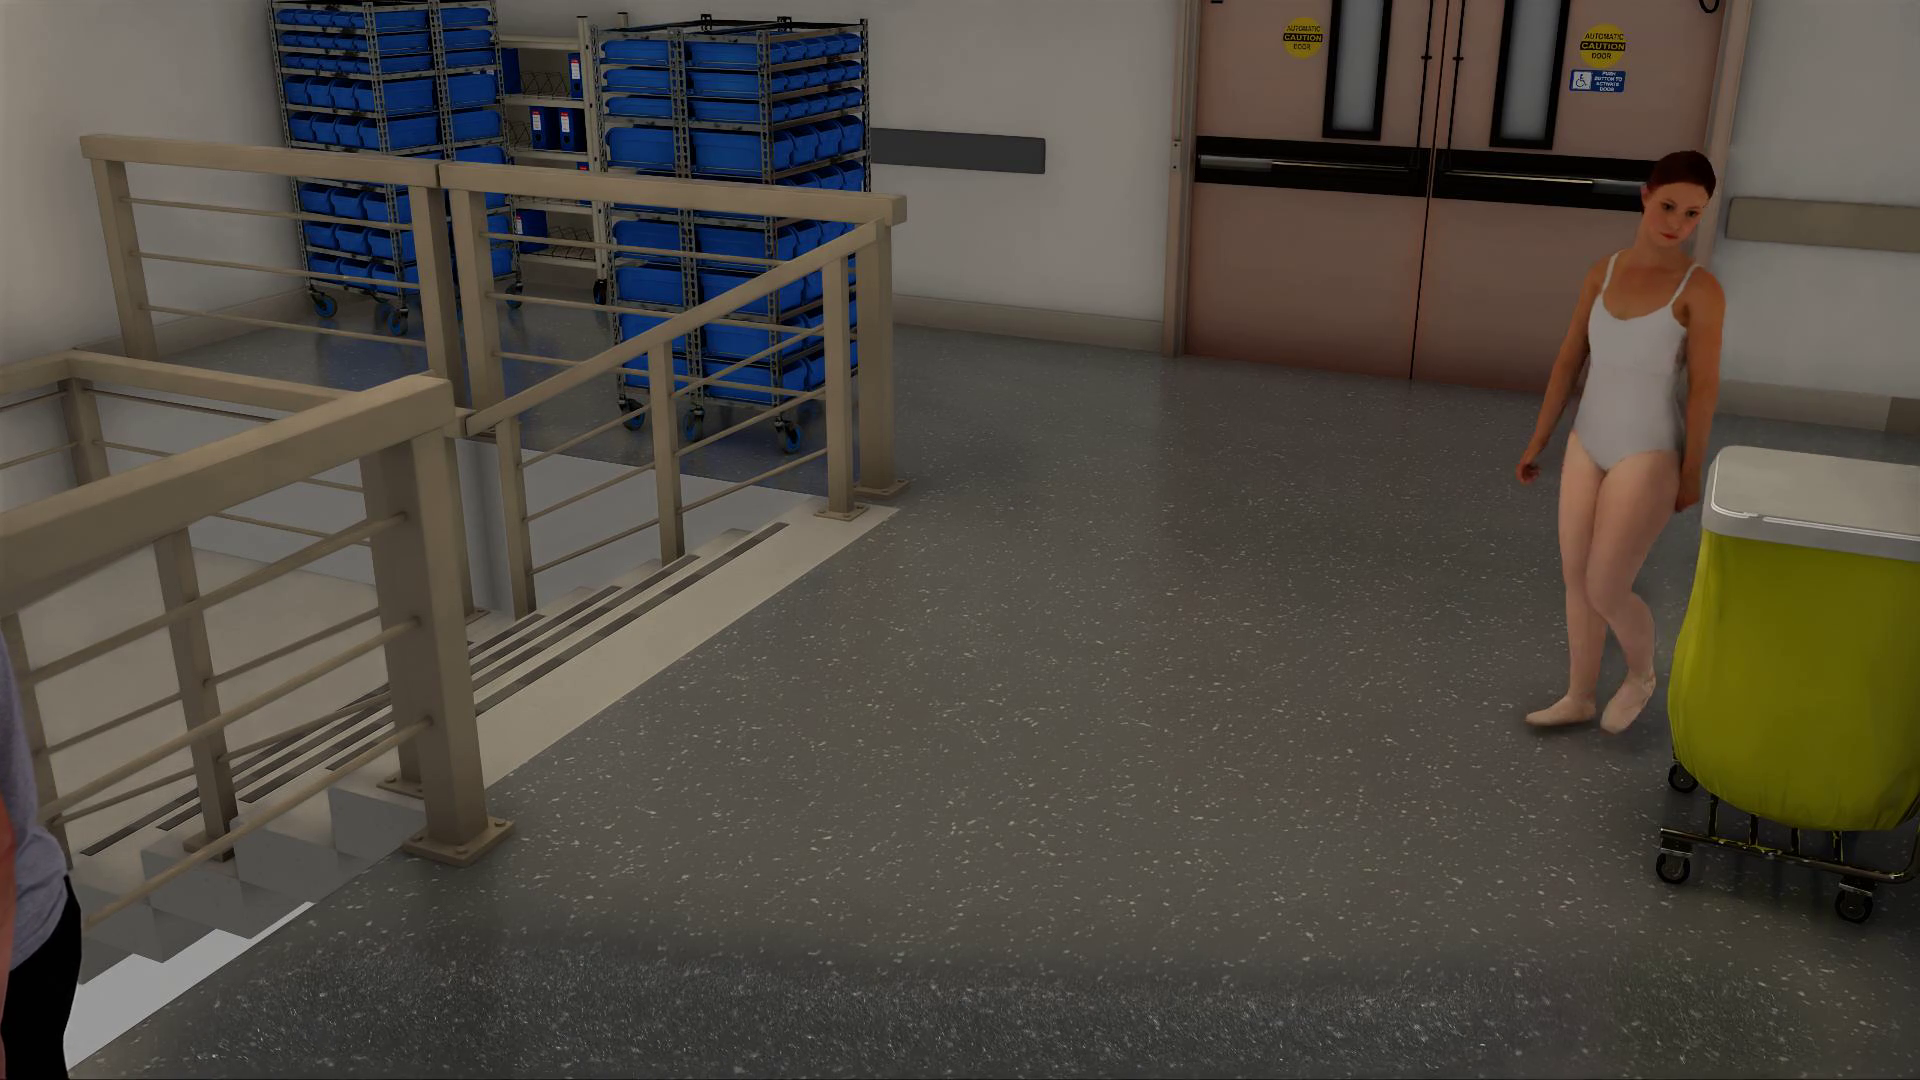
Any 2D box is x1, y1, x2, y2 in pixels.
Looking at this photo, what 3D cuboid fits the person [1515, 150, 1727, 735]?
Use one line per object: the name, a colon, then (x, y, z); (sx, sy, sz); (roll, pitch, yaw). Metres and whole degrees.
person: (1.837, -0.222, 4.452); (0.766, 1.623, 0.691); (-9, 23, -23)
